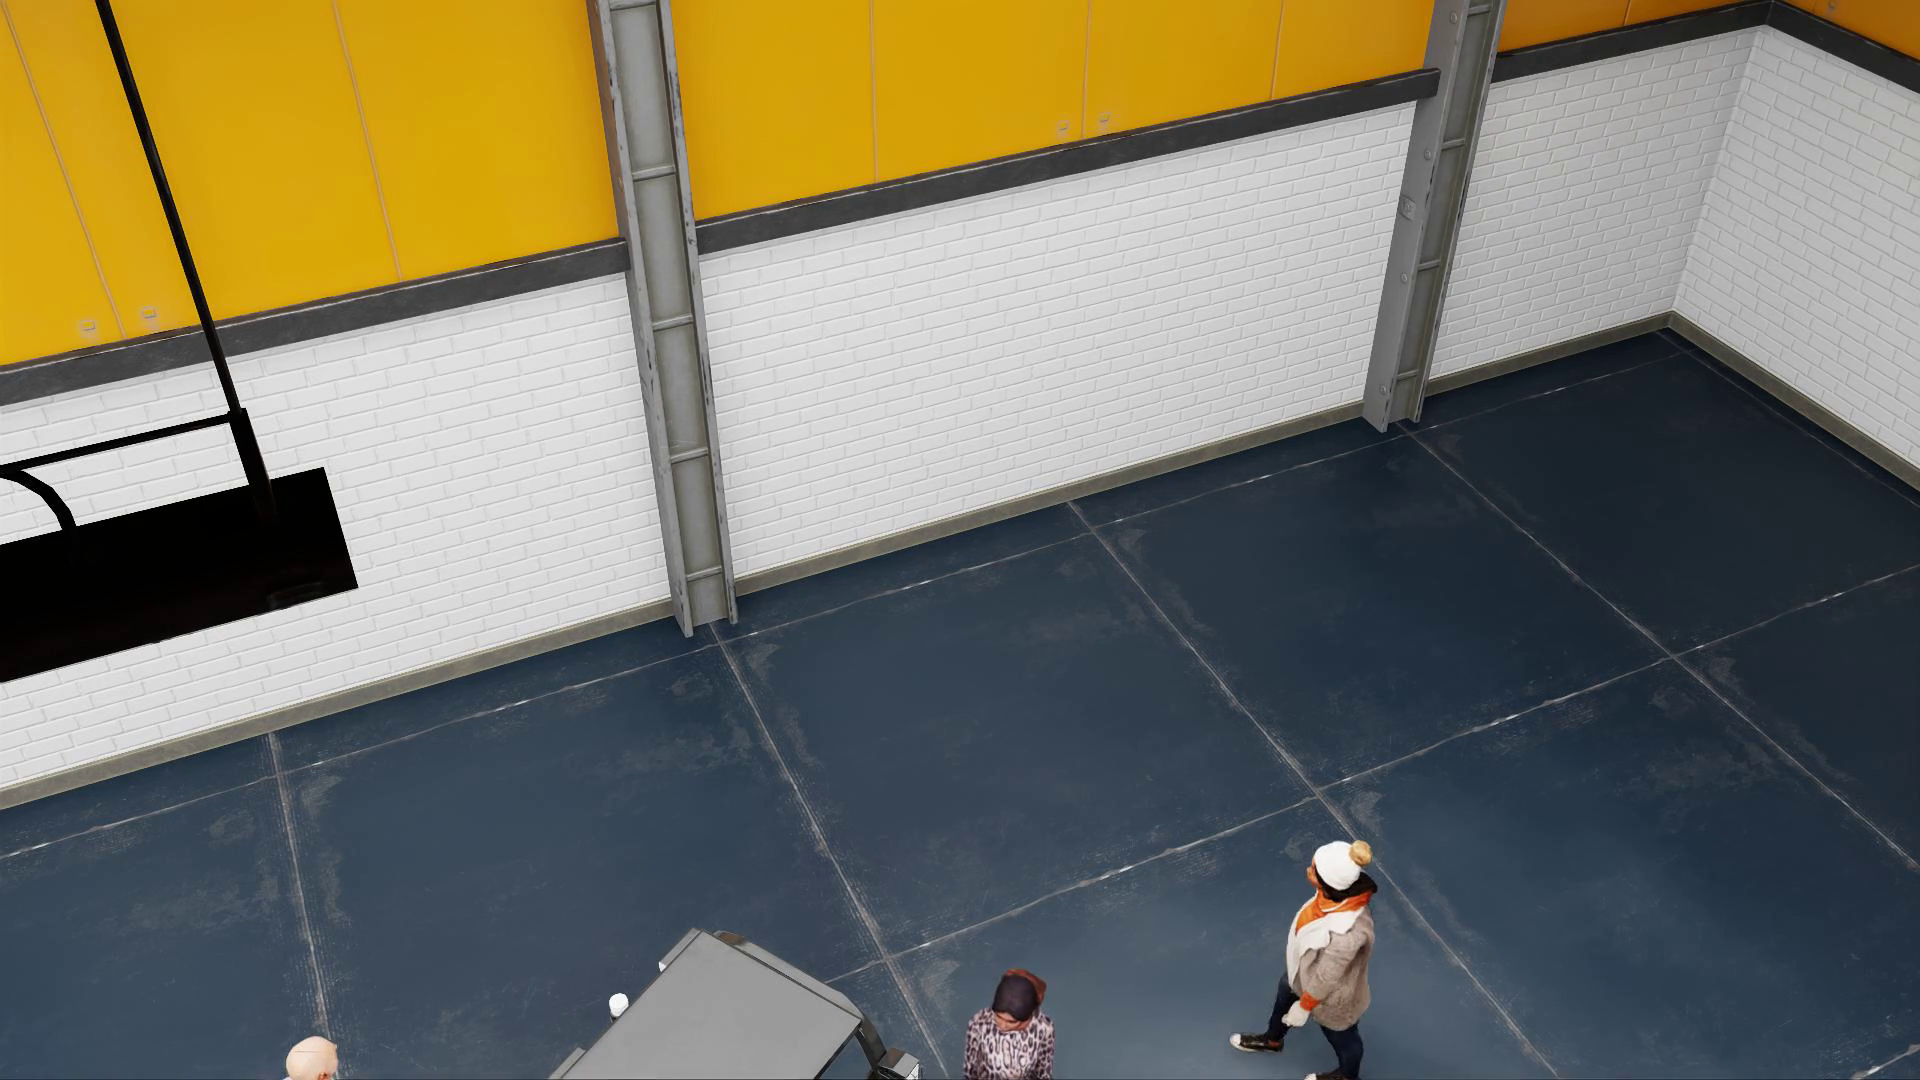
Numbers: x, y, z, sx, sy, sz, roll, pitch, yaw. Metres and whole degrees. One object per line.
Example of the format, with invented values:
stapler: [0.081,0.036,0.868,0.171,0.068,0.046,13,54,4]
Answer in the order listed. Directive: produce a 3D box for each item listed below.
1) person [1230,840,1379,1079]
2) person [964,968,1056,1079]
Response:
person: [1.997,2.185,8.429,1.048,1.868,0.917,-1,39,-1]
person: [0.227,2.645,7.974,0.631,1.716,0.724,4,39,6]
